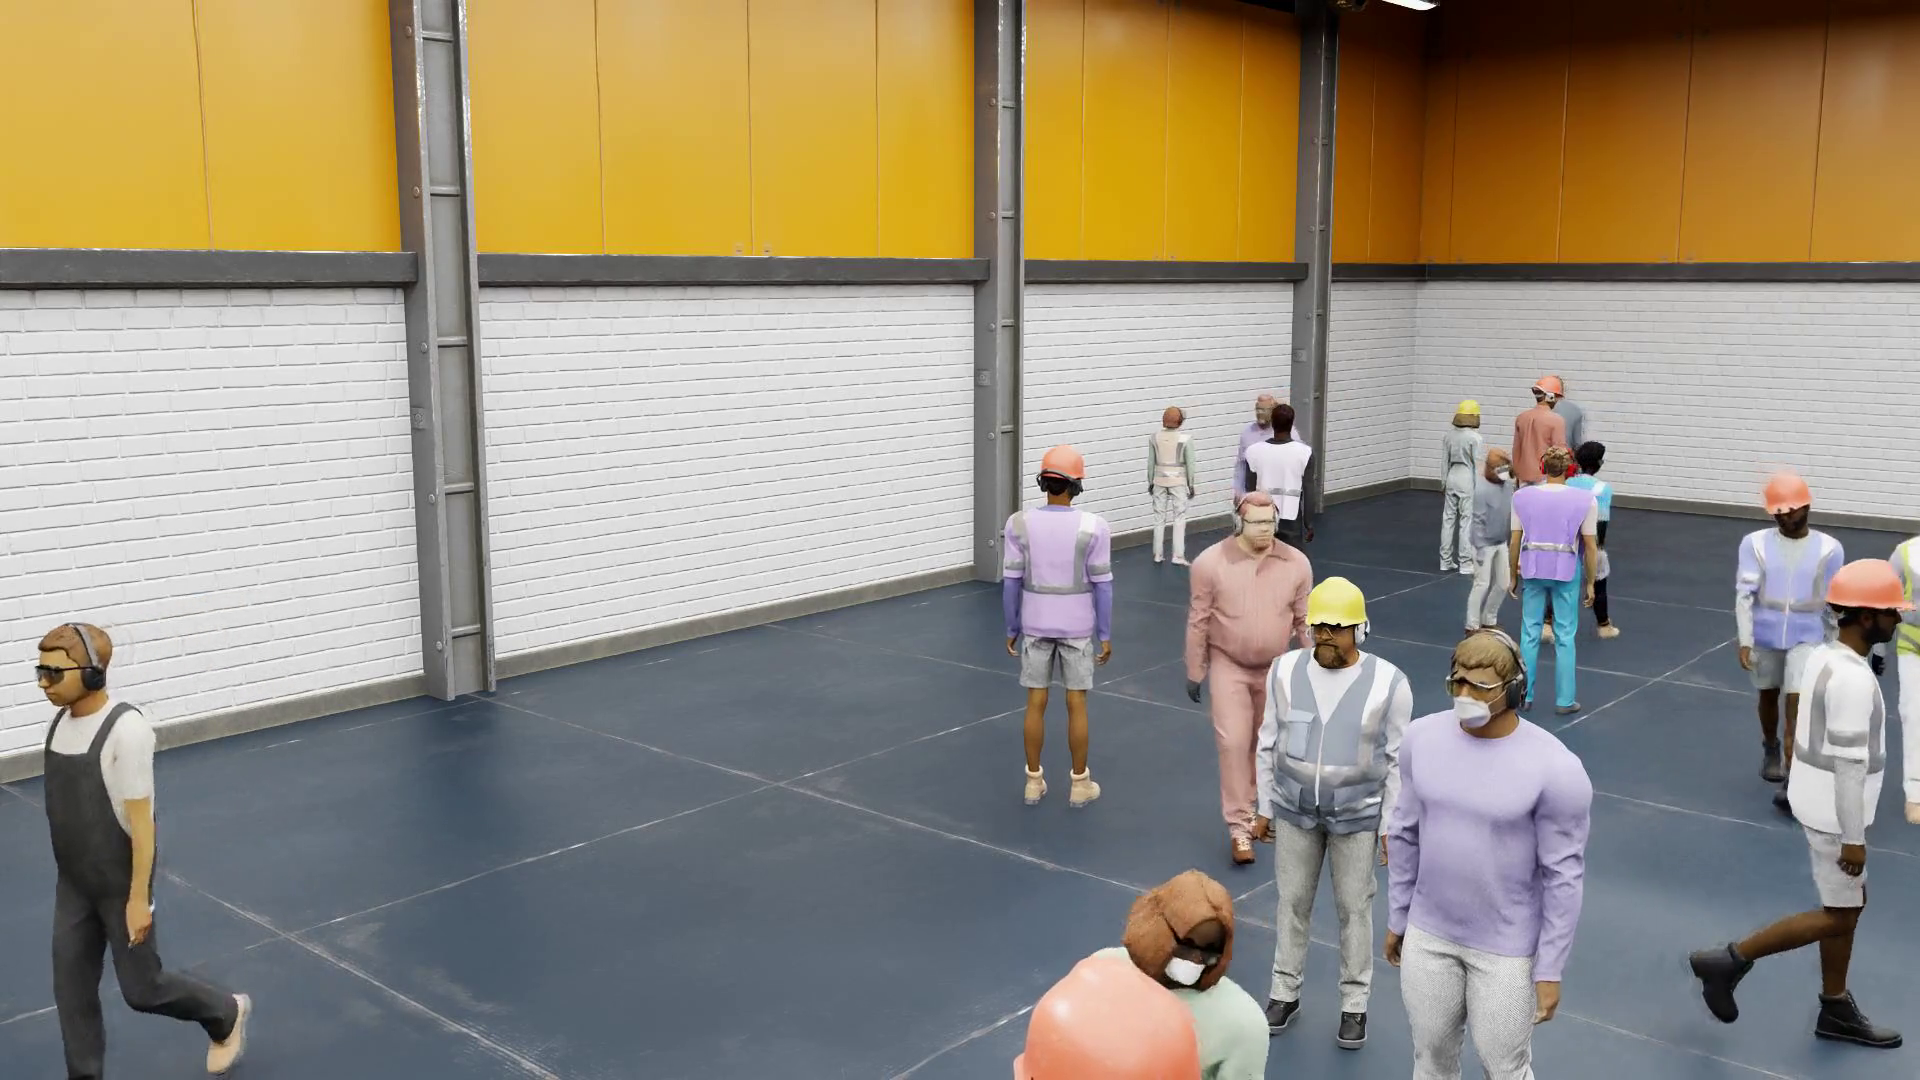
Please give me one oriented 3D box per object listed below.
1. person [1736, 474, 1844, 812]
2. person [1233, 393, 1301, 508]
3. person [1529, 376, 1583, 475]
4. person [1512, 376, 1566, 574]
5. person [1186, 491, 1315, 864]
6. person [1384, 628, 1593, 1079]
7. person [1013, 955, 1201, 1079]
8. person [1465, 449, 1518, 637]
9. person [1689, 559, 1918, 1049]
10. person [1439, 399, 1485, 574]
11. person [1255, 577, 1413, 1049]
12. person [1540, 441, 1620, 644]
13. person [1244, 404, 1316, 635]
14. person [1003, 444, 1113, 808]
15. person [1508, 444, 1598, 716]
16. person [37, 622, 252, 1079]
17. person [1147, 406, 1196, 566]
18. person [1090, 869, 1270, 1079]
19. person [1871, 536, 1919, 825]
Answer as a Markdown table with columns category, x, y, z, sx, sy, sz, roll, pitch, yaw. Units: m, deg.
| category | x | y | z | sx | sy | sz | roll | pitch | yaw |
| --- | --- | --- | --- | --- | --- | --- | --- | --- | --- |
| person | 4.697 | 0.554 | 9.463 | 0.545 | 1.871 | 1.071 | 5 | 10 | 26 |
| person | 2.959 | -0.479 | 15.926 | 0.658 | 1.872 | 0.936 | 8 | 12 | 43 |
| person | 6.272 | -0.808 | 17.858 | 0.648 | 1.896 | 0.989 | -2 | 9 | -15 |
| person | 5.749 | -0.625 | 16.460 | 0.401 | 1.984 | 0.611 | -5 | 10 | -28 |
| person | 1.530 | 0.693 | 8.514 | 0.672 | 1.867 | 0.905 | -1 | 9 | -7 |
| person | 1.560 | 1.216 | 5.047 | 0.373 | 1.940 | 0.628 | -8 | 12 | -43 |
| person | 0.204 | 1.587 | 2.386 | 0.615 | 2.041 | 0.386 | -5 | 10 | -29 |
| person | 4.267 | 0.052 | 13.399 | 0.521 | 1.598 | 0.444 | -6 | 11 | -33 |
| person | 3.272 | 1.012 | 6.372 | 0.695 | 1.923 | 0.552 | 3 | 10 | 20 |
| person | 5.053 | -0.538 | 16.675 | 0.325 | 1.740 | 0.492 | -6 | 11 | -32 |
| person | 1.426 | 1.044 | 6.452 | 0.589 | 1.833 | 0.404 | 4 | 10 | 24 |
| person | 5.020 | 0.019 | 13.454 | 0.853 | 1.652 | 0.534 | -7 | 11 | -36 |
| person | 2.643 | -0.164 | 13.771 | 0.587 | 1.920 | 0.392 | 3 | 10 | 21 |
| person | 0.554 | 0.490 | 9.343 | 0.622 | 2.042 | 0.450 | 3 | 9 | 16 |
| person | 4.000 | 0.272 | 11.255 | 0.570 | 1.845 | 0.380 | 5 | 10 | 28 |
| person | -2.889 | 1.157 | 5.771 | 0.518 | 1.826 | 0.765 | 4 | 10 | 25 |
| person | 2.156 | -0.547 | 17.109 | 0.553 | 1.641 | 0.352 | 6 | 11 | 32 |
| person | 0.497 | 1.538 | 4.049 | 0.564 | 1.613 | 0.386 | 7 | 11 | 38 |
| person | 5.465 | 0.618 | 9.276 | 0.646 | 1.797 | 0.898 | 4 | 10 | 22 |
